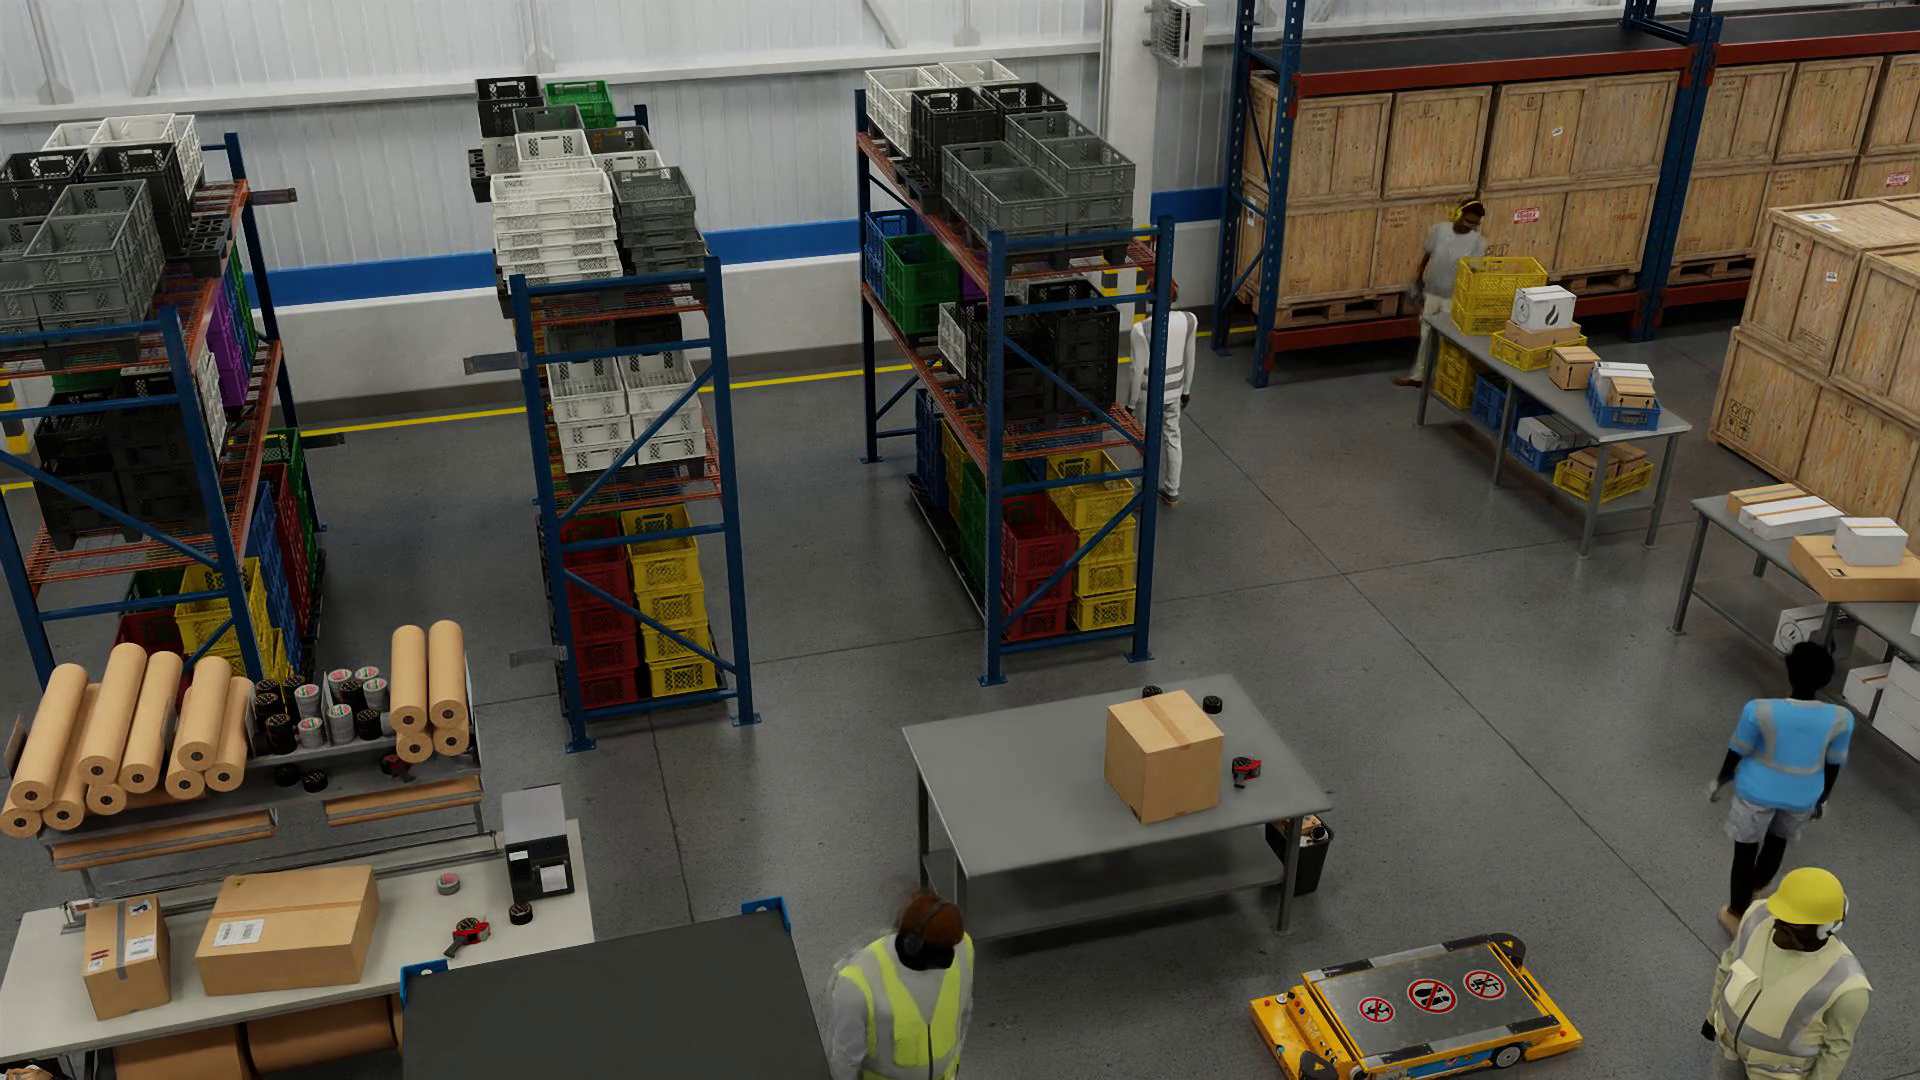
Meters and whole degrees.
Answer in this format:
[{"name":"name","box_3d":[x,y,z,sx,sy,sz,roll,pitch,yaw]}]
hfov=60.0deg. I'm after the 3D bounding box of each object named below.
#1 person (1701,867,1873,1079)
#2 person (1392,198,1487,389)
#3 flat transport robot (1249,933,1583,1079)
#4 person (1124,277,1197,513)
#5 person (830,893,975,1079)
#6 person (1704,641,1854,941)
[{"name":"person","box_3d":[3.269,2.065,6.764,0.404,1.833,0.592,-13,31,-22]},{"name":"person","box_3d":[4.127,-2.102,14.359,0.671,1.831,0.343,20,34,32]},{"name":"flat transport robot","box_3d":[2.184,2.282,7.980,1.431,0.197,0.652,-8,30,-14]},{"name":"person","box_3d":[1.486,-1.091,12.455,0.584,1.881,0.337,-15,32,-25]},{"name":"person","box_3d":[-0.265,2.097,6.743,0.671,1.804,0.753,-15,32,-26]},{"name":"person","box_3d":[4.106,1.242,8.422,0.566,1.690,0.491,4,29,7]}]
